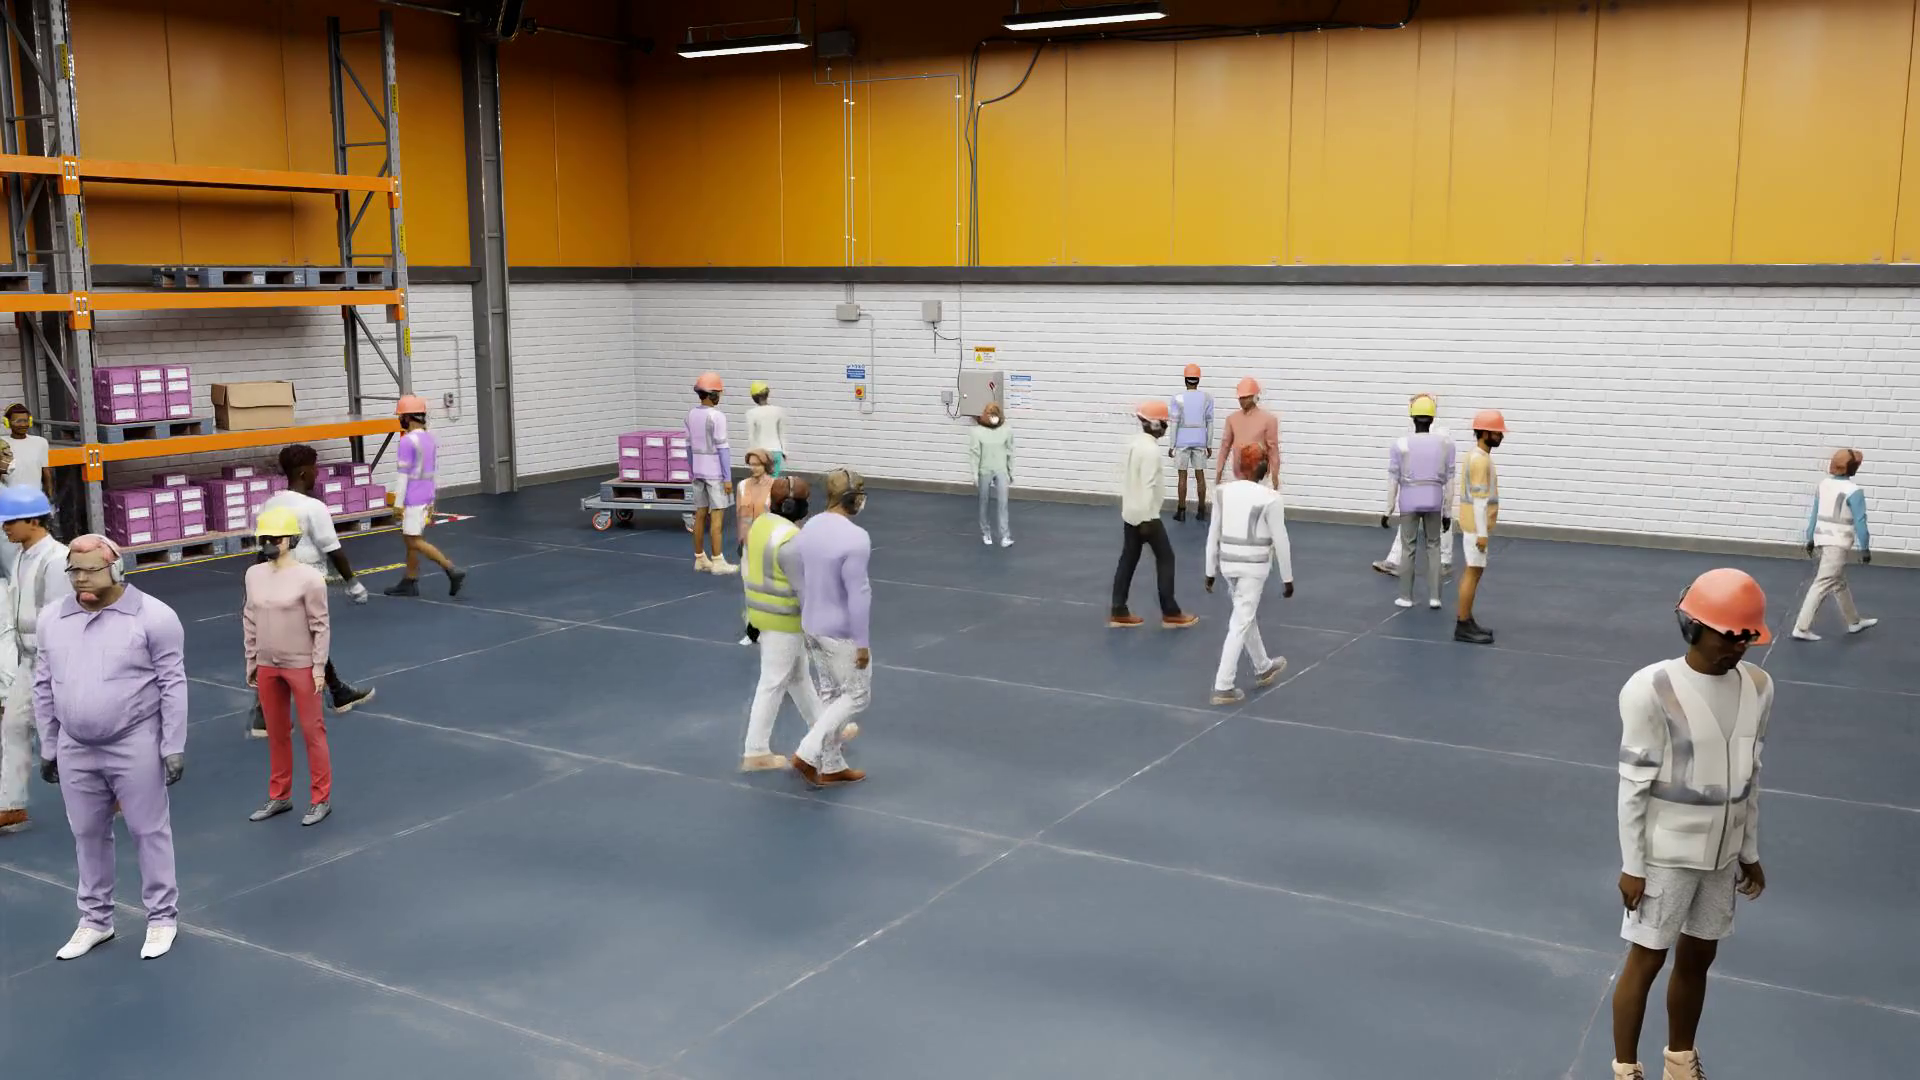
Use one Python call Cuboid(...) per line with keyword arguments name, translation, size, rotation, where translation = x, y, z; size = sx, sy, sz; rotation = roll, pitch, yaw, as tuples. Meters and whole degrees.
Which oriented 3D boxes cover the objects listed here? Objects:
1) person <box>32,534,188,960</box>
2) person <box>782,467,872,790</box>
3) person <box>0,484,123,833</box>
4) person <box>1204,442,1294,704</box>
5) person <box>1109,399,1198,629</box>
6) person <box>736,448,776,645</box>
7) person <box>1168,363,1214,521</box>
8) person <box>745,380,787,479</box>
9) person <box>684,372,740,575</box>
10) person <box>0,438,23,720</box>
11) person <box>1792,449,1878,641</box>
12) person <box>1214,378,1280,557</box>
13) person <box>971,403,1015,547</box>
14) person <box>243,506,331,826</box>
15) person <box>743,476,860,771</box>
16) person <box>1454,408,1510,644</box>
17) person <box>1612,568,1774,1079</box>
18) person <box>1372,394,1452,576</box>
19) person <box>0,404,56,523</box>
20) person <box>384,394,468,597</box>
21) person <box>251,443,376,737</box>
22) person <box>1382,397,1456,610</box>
Cuboid(name="person", translation=(-3.757, 0.913, 7.343), size=(0.655, 1.904, 0.407), rotation=(0, 9, 0))
Cuboid(name="person", translation=(-0.767, 0.541, 9.621), size=(0.552, 1.922, 0.666), rotation=(-7, 11, -37))
Cuboid(name="person", translation=(-4.971, 0.663, 8.906), size=(0.604, 1.909, 0.876), rotation=(6, 11, 35))
Cuboid(name="person", translation=(2.113, 0.218, 11.901), size=(0.980, 1.829, 0.600), rotation=(-8, 12, -41))
Cuboid(name="person", translation=(1.678, -0.213, 14.201), size=(0.869, 1.955, 0.645), rotation=(-2, 9, -10))
Cuboid(name="person", translation=(-1.582, 0.033, 13.735), size=(0.522, 1.619, 0.650), rotation=(5, 10, 27))
Cuboid(name="person", translation=(2.825, -1.195, 20.403), size=(0.553, 1.935, 0.363), rotation=(-1, 9, -7))
Cuboid(name="person", translation=(-2.353, -1.064, 20.157), size=(0.532, 1.746, 0.420), rotation=(-6, 11, -34))
Cuboid(name="person", translation=(-2.513, -0.672, 16.798), size=(0.608, 2.047, 0.366), rotation=(8, 12, 42))
Cuboid(name="person", translation=(-6.555, 0.253, 11.360), size=(0.627, 1.940, 0.372), rotation=(8, 12, 41))
Cuboid(name="person", translation=(7.283, 0.043, 13.748), size=(0.875, 1.590, 0.541), rotation=(-1, 9, -7))
Cuboid(name="person", translation=(2.958, -0.714, 17.376), size=(0.655, 1.934, 1.028), rotation=(9, 13, 44))
Cuboid(name="person", translation=(0.383, -0.704, 18.356), size=(0.528, 1.594, 0.837), rotation=(-2, 9, -12))
Cuboid(name="person", translation=(-3.711, 0.690, 9.162), size=(0.526, 1.772, 0.307), rotation=(3, 9, 15))
Cuboid(name="person", translation=(-0.983, 0.503, 10.257), size=(0.918, 1.801, 0.645), rotation=(-5, 10, -26))
Cuboid(name="person", translation=(4.302, -0.122, 13.705), size=(0.372, 1.935, 0.551), rotation=(2, 9, 13))
Cuboid(name="person", translation=(2.586, 1.092, 5.832), size=(0.609, 2.032, 0.407), rotation=(-3, 10, -19))
Cuboid(name="person", translation=(4.590, -0.532, 16.559), size=(0.982, 1.829, 0.607), rotation=(-5, 10, -27))
Cuboid(name="person", translation=(-8.562, -0.324, 15.221), size=(0.318, 1.860, 0.509), rotation=(9, 13, 43))
Cuboid(name="person", translation=(-5.005, -0.396, 15.481), size=(0.808, 1.917, 0.549), rotation=(1, 9, 4))
Cuboid(name="person", translation=(-4.390, 0.314, 11.098), size=(0.608, 1.910, 1.037), rotation=(7, 11, 36))
Cuboid(name="person", translation=(4.147, -0.325, 15.012), size=(0.592, 1.928, 0.371), rotation=(1, 9, 4))
